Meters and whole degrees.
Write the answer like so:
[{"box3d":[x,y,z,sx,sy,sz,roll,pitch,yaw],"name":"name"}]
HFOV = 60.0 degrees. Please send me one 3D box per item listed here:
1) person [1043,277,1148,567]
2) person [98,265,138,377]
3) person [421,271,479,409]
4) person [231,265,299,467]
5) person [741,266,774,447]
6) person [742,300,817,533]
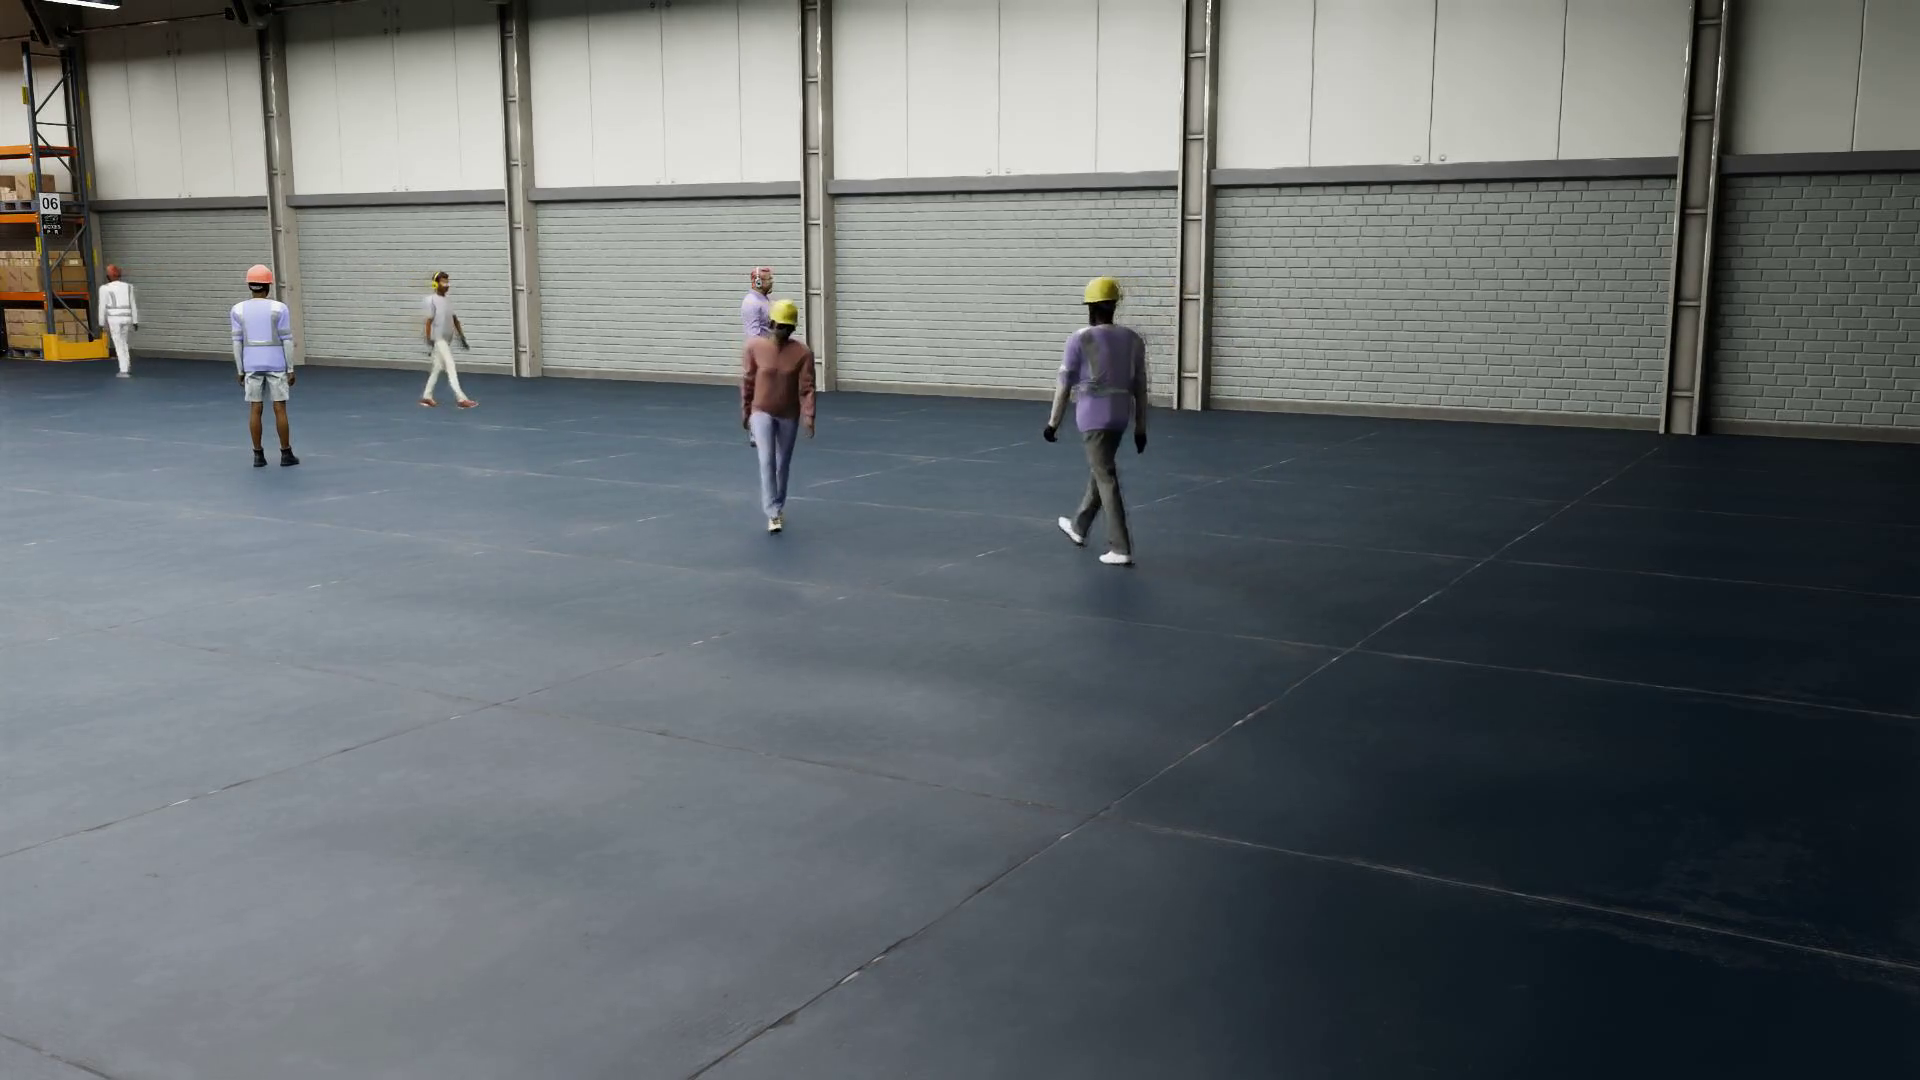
[{"box3d":[0.893,-0.802,11.104,0.597,1.872,1.014,-6,11,-32],"name":"person"},{"box3d":[-14.113,-3.651,27.813,0.526,1.867,0.615,6,11,30],"name":"person"},{"box3d":[-6.873,-2.662,22.181,0.980,1.823,0.512,3,10,17],"name":"person"},{"box3d":[-6.676,-1.665,15.987,0.542,1.939,0.364,-1,10,-9],"name":"person"},{"box3d":[-2.091,-1.942,17.692,0.408,1.913,0.642,1,10,3],"name":"person"},{"box3d":[-1.325,-0.907,12.219,0.536,1.693,0.879,-2,10,-10],"name":"person"}]
